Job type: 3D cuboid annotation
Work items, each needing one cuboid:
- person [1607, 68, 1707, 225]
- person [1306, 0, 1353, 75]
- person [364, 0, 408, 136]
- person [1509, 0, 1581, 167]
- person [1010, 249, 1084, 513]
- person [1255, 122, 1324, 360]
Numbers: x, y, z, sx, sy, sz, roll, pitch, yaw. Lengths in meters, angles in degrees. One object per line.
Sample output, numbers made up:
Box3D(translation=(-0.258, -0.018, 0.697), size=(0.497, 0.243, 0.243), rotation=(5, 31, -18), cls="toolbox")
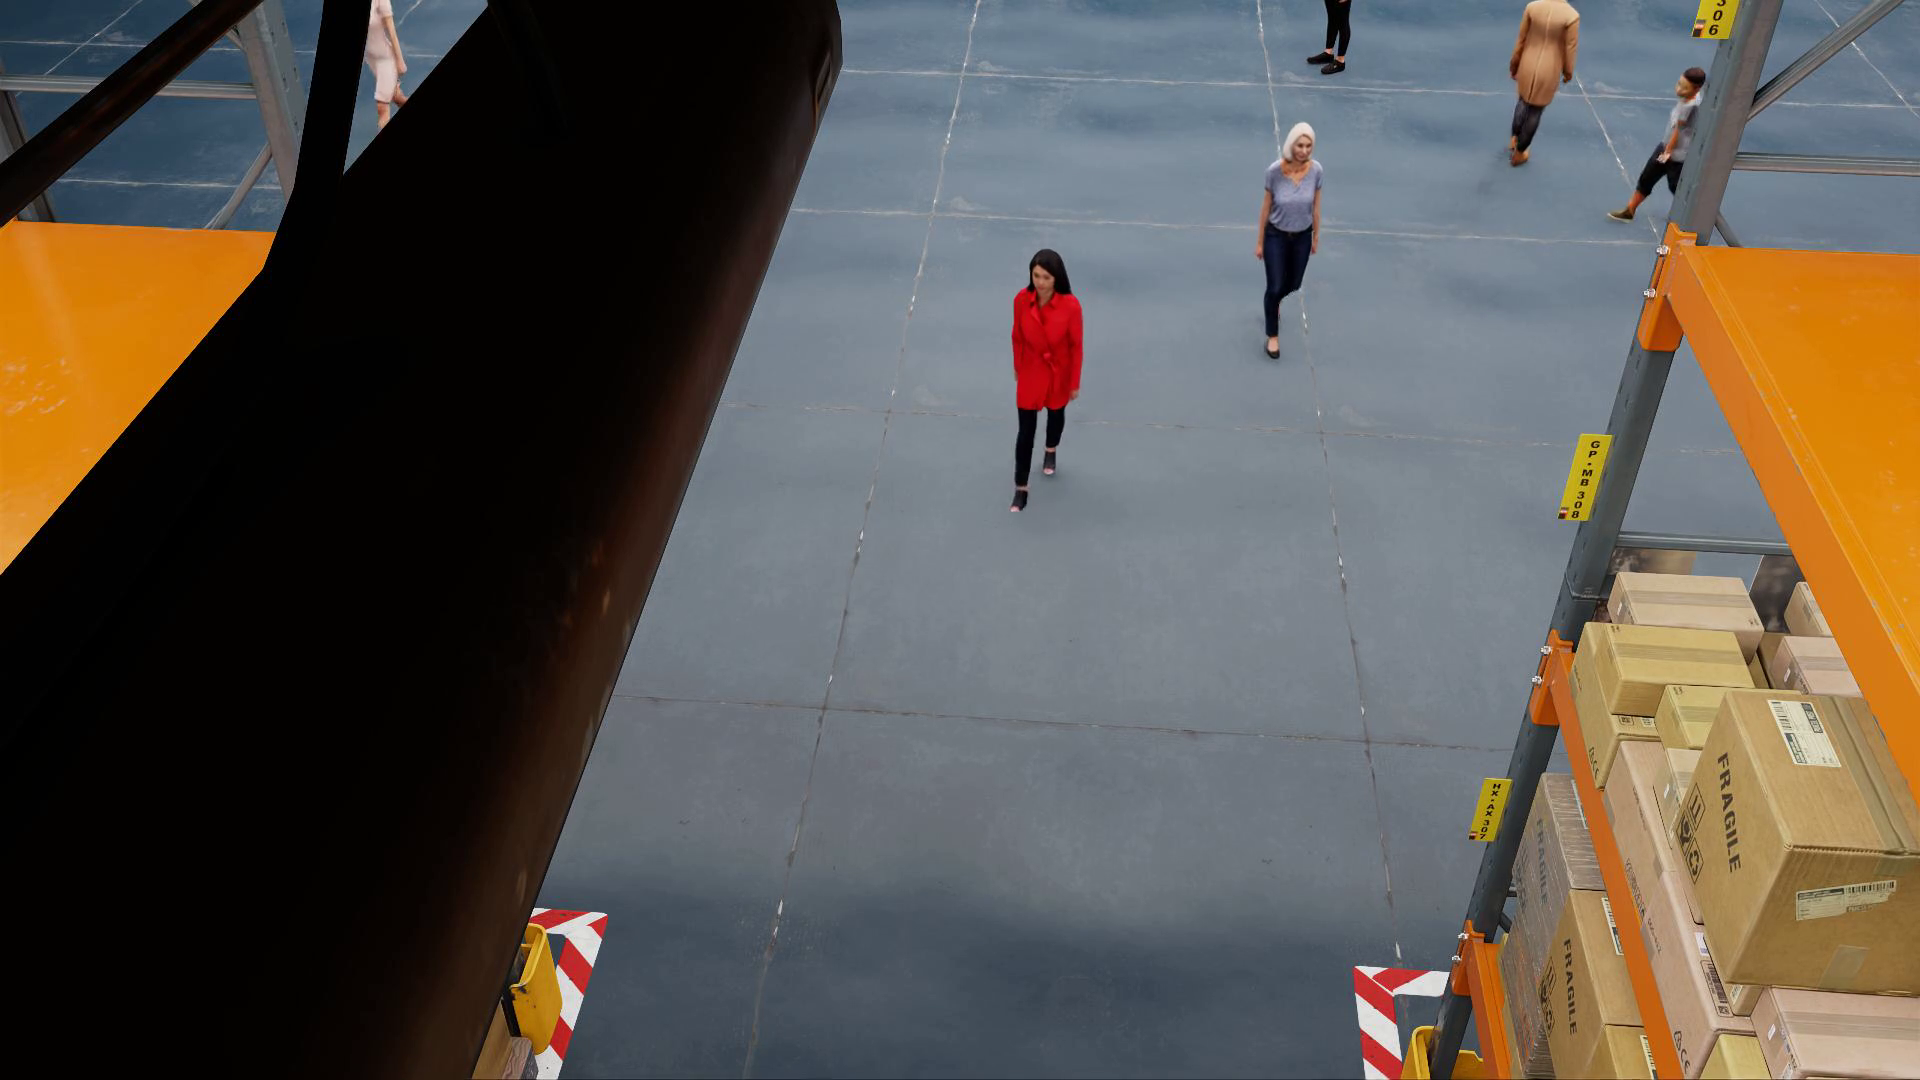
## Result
Box3D(translation=(5.866, -3.205, 13.441), size=(0.631, 1.421, 0.842), rotation=(9, 39, 11), cls="person")
Box3D(translation=(3.672, -5.369, 15.971), size=(0.736, 1.712, 0.592), rotation=(-11, 39, -13), cls="person")
Box3D(translation=(-4.901, -4.123, 14.317), size=(0.912, 1.787, 1.188), rotation=(20, 42, 24), cls="person")
Box3D(translation=(4.948, -4.027, 14.255), size=(0.797, 1.713, 0.848), rotation=(27, 45, 30), cls="person")
Box3D(translation=(0.568, -1.075, 10.485), size=(0.733, 1.709, 1.050), rotation=(8, 39, 11), cls="person")
Box3D(translation=(2.343, -2.208, 11.933), size=(0.652, 1.708, 0.919), rotation=(-1, 38, -1), cls="person")
